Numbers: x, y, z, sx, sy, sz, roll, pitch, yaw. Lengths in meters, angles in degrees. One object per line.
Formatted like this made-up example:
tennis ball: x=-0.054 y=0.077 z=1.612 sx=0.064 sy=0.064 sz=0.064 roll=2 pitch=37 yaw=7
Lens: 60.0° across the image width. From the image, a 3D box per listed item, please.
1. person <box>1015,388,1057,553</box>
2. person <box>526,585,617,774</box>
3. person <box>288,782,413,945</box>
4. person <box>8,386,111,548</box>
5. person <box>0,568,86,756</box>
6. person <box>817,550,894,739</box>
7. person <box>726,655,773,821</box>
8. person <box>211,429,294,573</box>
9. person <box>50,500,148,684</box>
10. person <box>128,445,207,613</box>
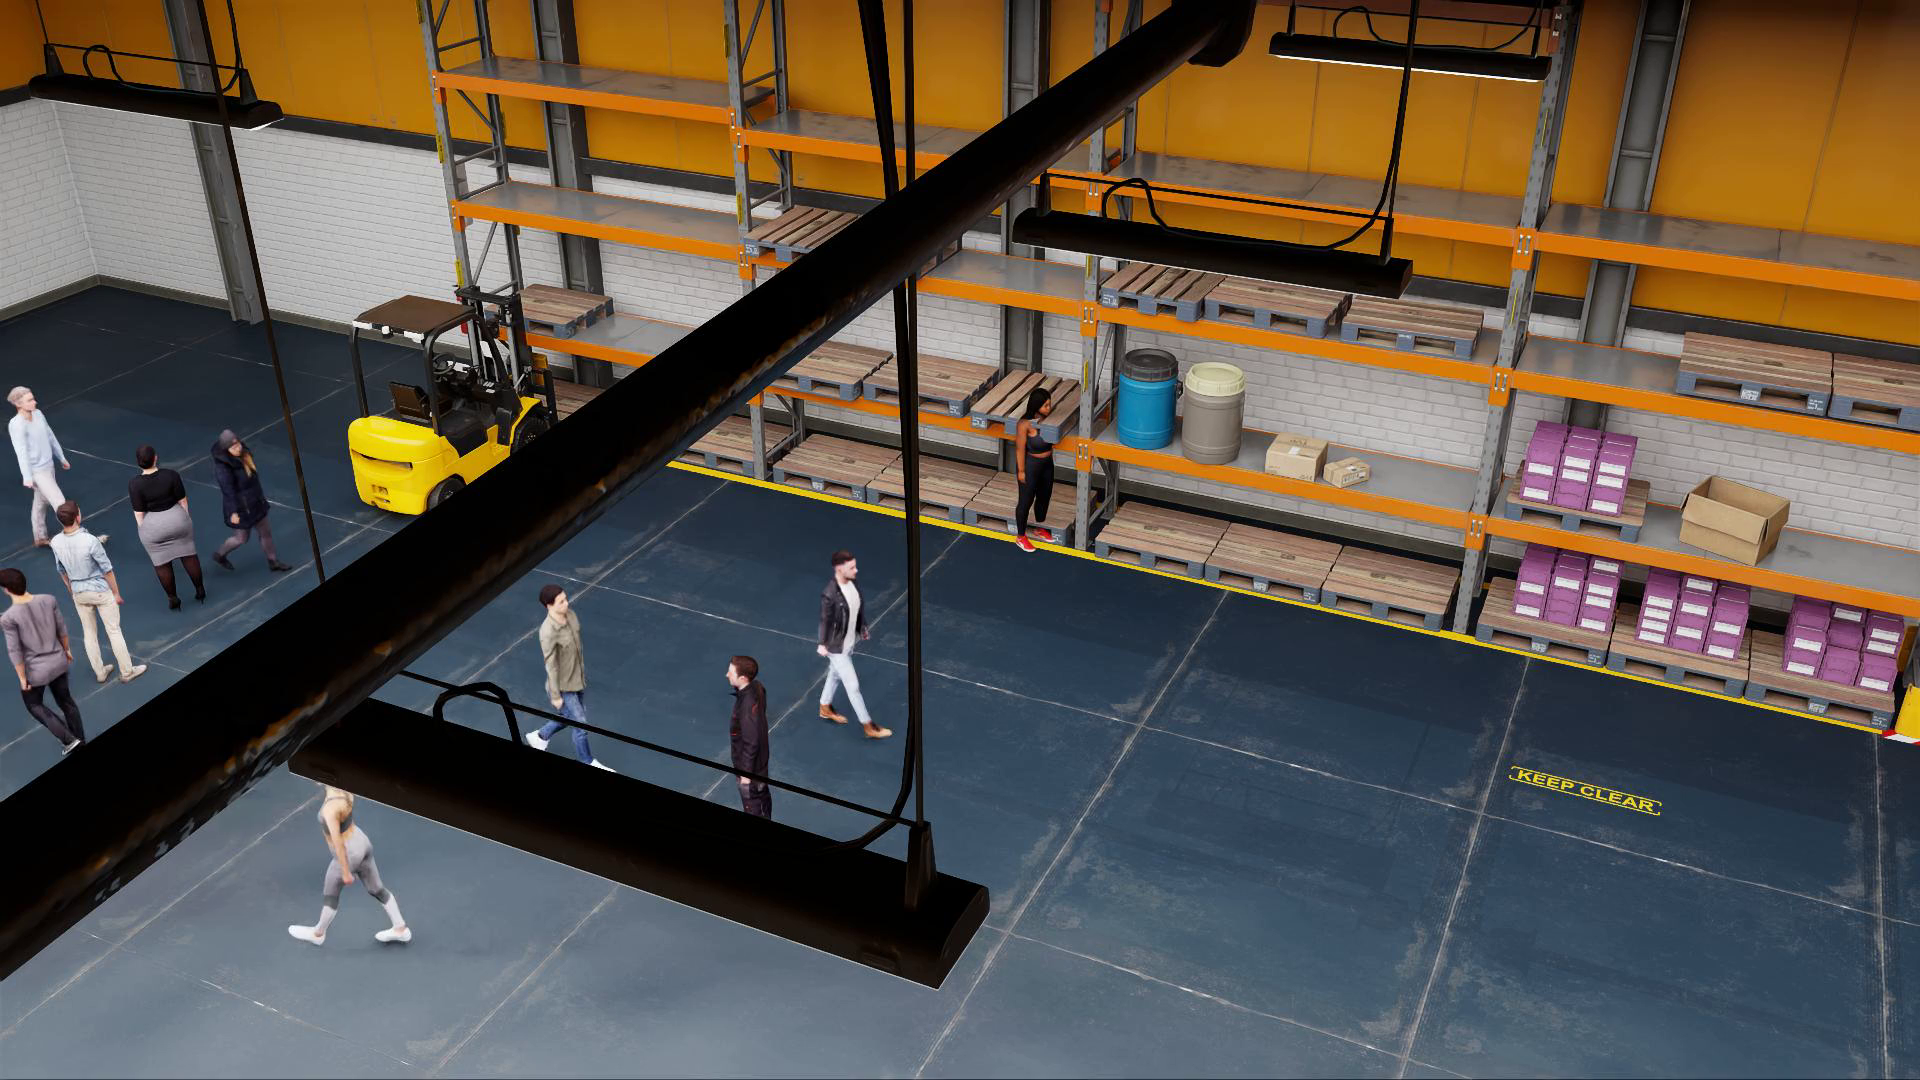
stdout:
person: x=0.796 y=-0.776 z=17.582 sx=0.751 sy=1.816 sz=0.751 roll=-23 pitch=36 yaw=-36
person: x=-3.375 y=1.190 z=13.949 sx=1.128 sy=1.845 sz=0.851 roll=6 pitch=29 yaw=11
person: x=-4.345 y=2.304 z=12.097 sx=1.160 sy=1.661 sz=0.857 roll=1 pitch=29 yaw=2
person: x=-9.730 y=-0.720 z=17.434 sx=1.233 sy=1.860 sz=1.017 roll=-1 pitch=29 yaw=-2
person: x=-7.738 y=1.088 z=14.147 sx=0.724 sy=1.833 sz=0.721 roll=16 pitch=33 yaw=27
person: x=-1.124 y=0.879 z=14.558 sx=1.018 sy=1.806 sz=0.668 roll=12 pitch=31 yaw=21
person: x=-1.632 y=1.706 z=12.927 sx=0.758 sy=1.915 sz=0.775 roll=-1 pitch=29 yaw=-1
person: x=-7.395 y=-0.361 z=16.993 sx=1.120 sy=1.652 sz=0.886 roll=1 pitch=29 yaw=2
person: x=-7.958 y=0.479 z=15.248 sx=0.626 sy=1.848 sz=0.777 roll=2 pitch=29 yaw=3
person: x=-7.849 y=-0.120 z=16.442 sx=0.771 sy=1.756 sz=0.781 roll=-21 pitch=35 yaw=-33
